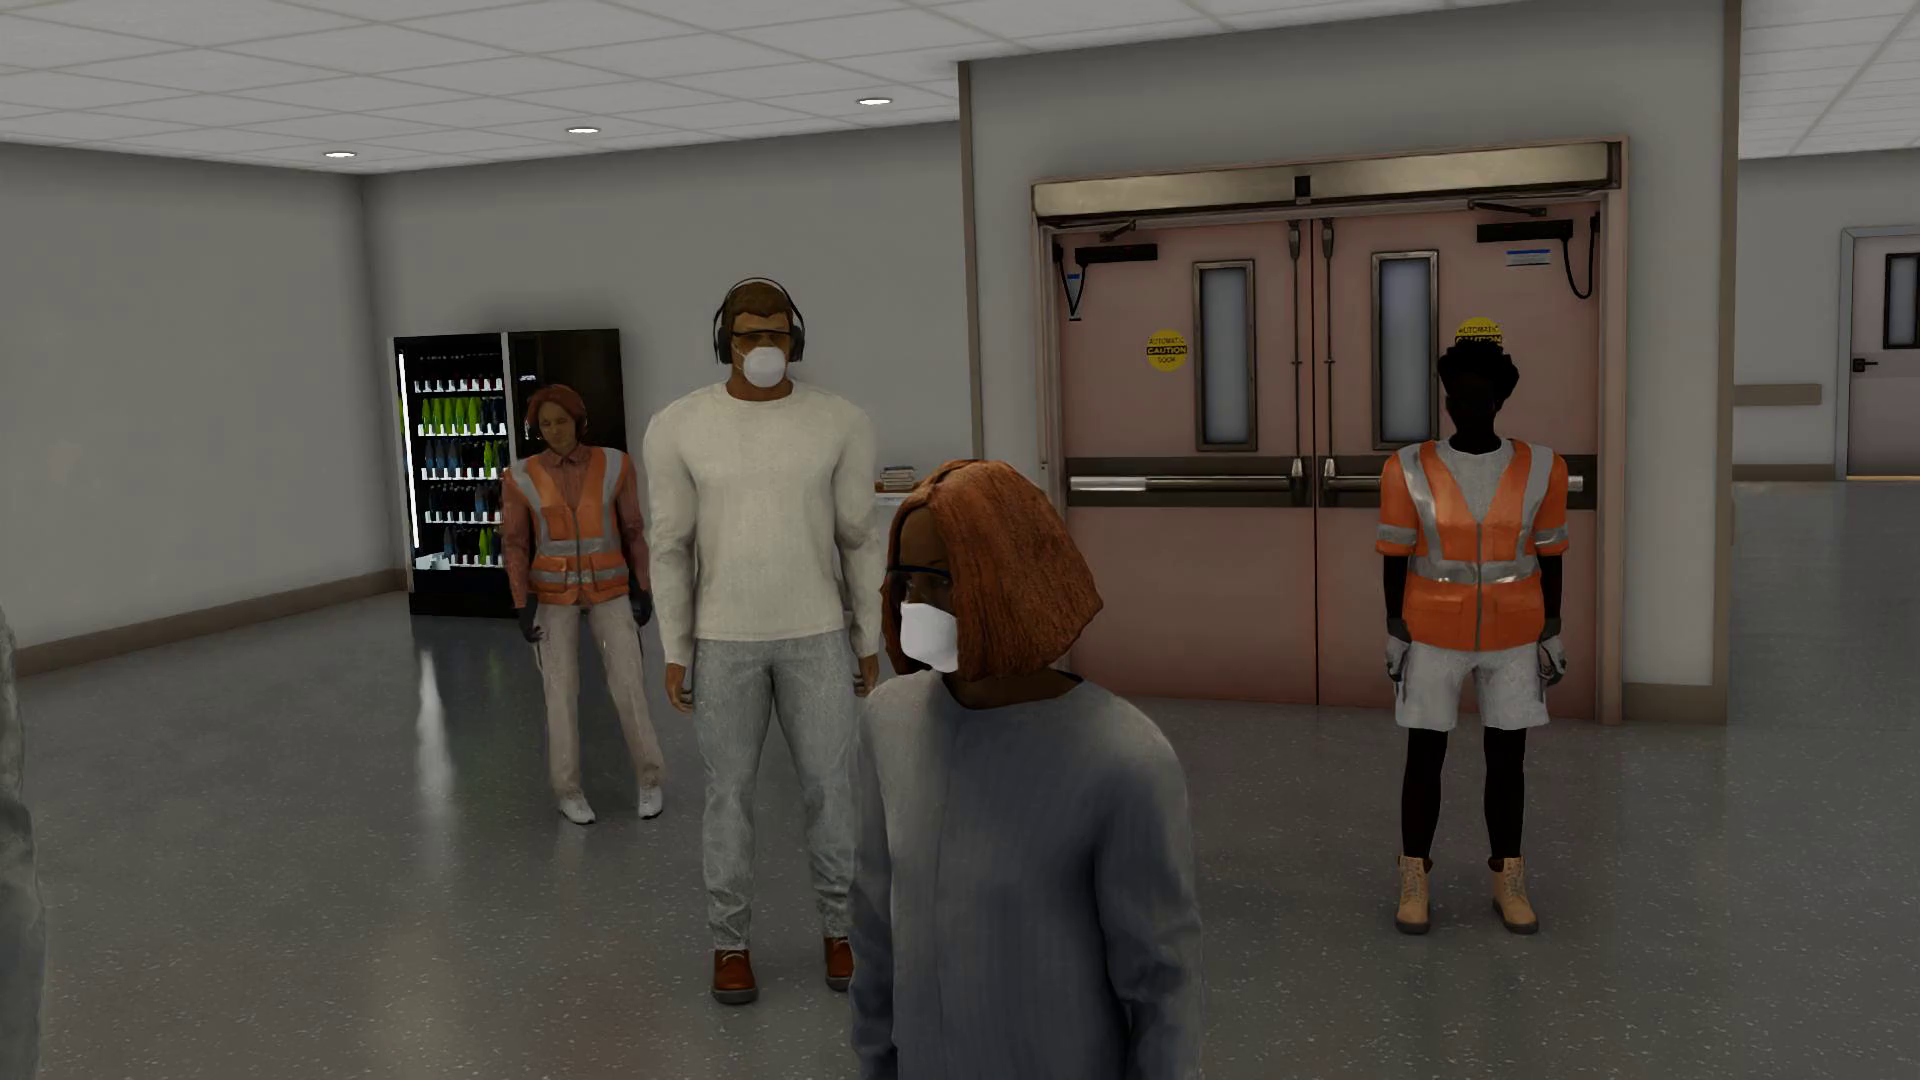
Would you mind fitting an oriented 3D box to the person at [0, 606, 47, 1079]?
[{"bbox_3d":[-1.311,0.650,1.787,0.629,1.937,0.377,-4,7,-9],"label":"person"}]

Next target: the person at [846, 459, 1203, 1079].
[{"bbox_3d":[0.061,0.714,2.022,0.508,1.632,0.264,4,10,41],"label":"person"}]

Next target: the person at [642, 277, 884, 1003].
[{"bbox_3d":[-0.505,0.271,4.485,0.625,1.932,0.362,-3,7,-9],"label":"person"}]

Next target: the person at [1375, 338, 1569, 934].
[{"bbox_3d":[1.457,0.276,4.725,0.535,1.694,0.321,-1,8,9],"label":"person"}]

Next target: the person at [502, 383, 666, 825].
[{"bbox_3d":[-1.408,0.232,6.192,0.522,1.628,0.369,-4,8,-12],"label":"person"}]
